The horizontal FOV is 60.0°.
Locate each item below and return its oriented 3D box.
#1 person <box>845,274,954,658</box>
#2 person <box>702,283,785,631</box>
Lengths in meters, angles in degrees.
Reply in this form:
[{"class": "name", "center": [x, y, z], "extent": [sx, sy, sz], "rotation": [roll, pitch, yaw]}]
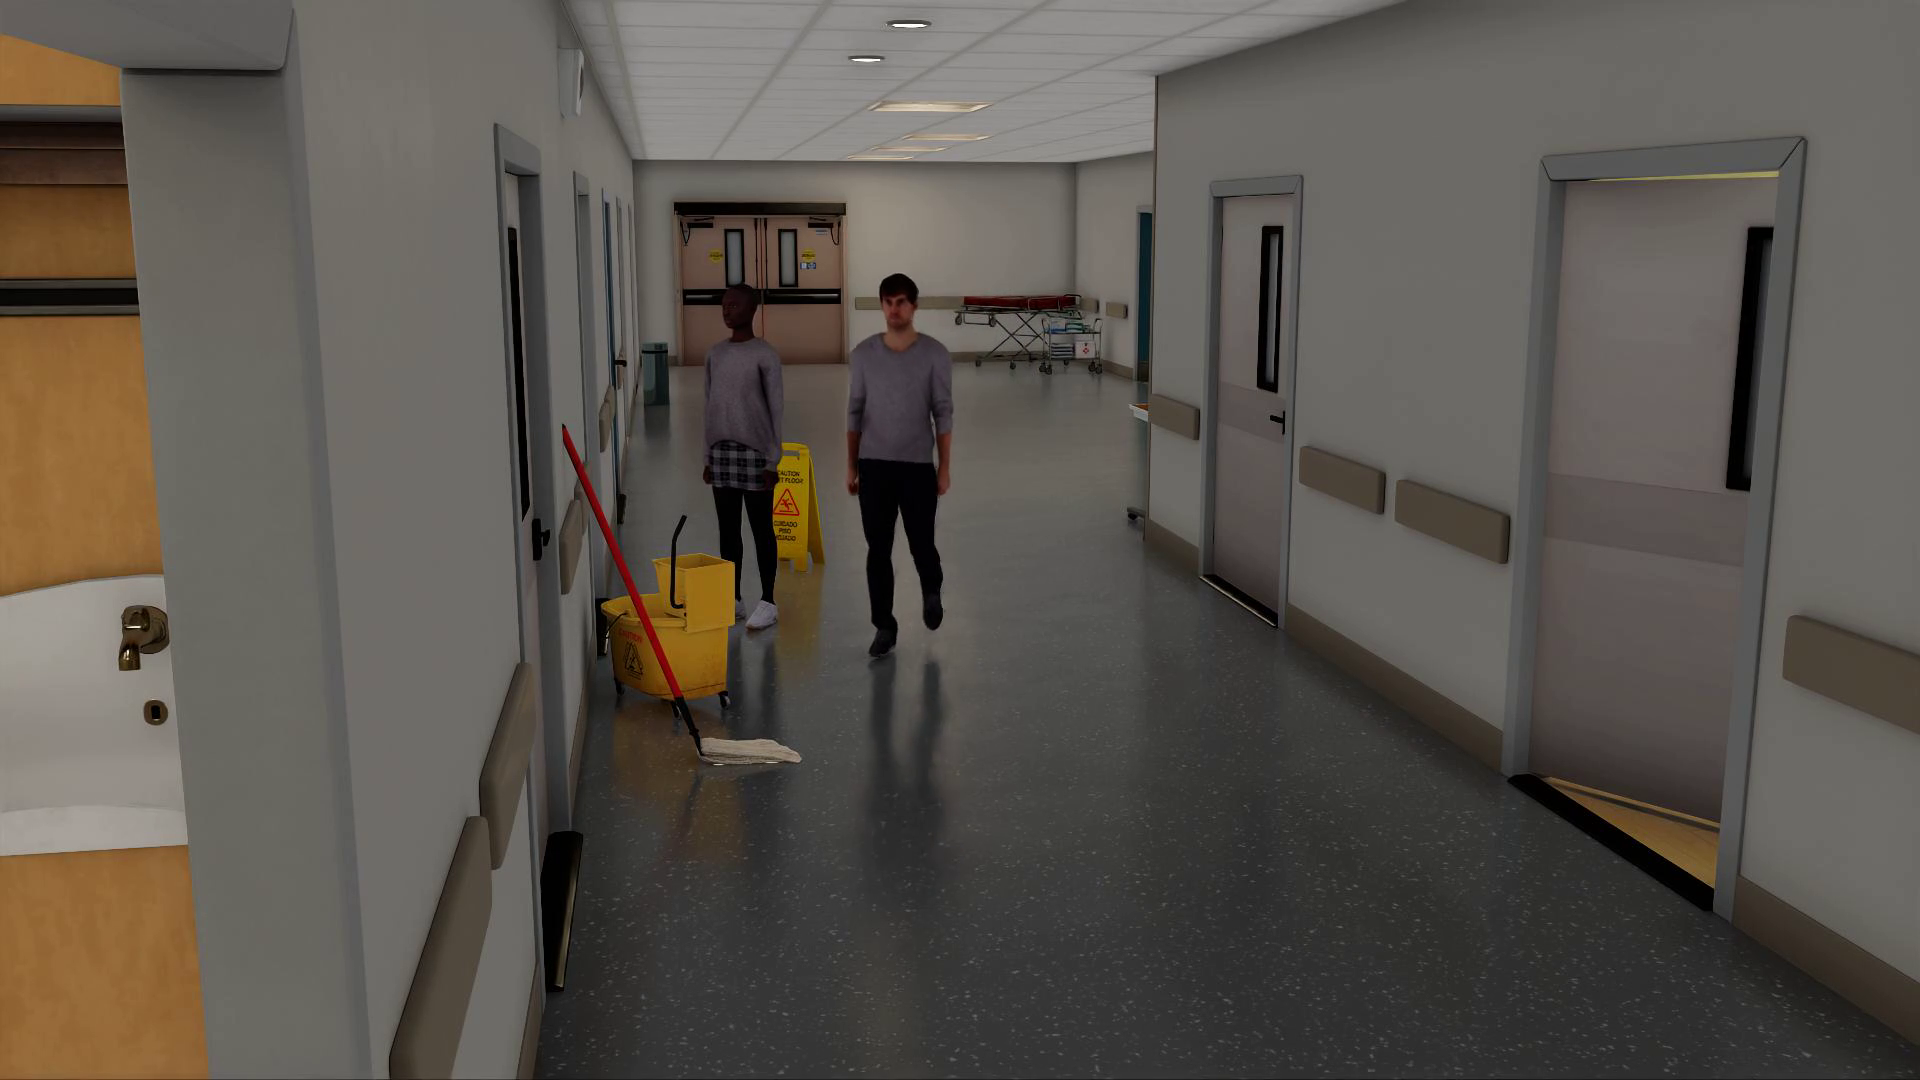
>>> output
[{"class": "person", "center": [-0.279, -0.362, 8.082], "extent": [0.828, 1.827, 0.921], "rotation": [2, 11, 12]}, {"class": "person", "center": [-1.114, -0.436, 8.619], "extent": [0.699, 1.772, 0.726], "rotation": [5, 12, 26]}]
